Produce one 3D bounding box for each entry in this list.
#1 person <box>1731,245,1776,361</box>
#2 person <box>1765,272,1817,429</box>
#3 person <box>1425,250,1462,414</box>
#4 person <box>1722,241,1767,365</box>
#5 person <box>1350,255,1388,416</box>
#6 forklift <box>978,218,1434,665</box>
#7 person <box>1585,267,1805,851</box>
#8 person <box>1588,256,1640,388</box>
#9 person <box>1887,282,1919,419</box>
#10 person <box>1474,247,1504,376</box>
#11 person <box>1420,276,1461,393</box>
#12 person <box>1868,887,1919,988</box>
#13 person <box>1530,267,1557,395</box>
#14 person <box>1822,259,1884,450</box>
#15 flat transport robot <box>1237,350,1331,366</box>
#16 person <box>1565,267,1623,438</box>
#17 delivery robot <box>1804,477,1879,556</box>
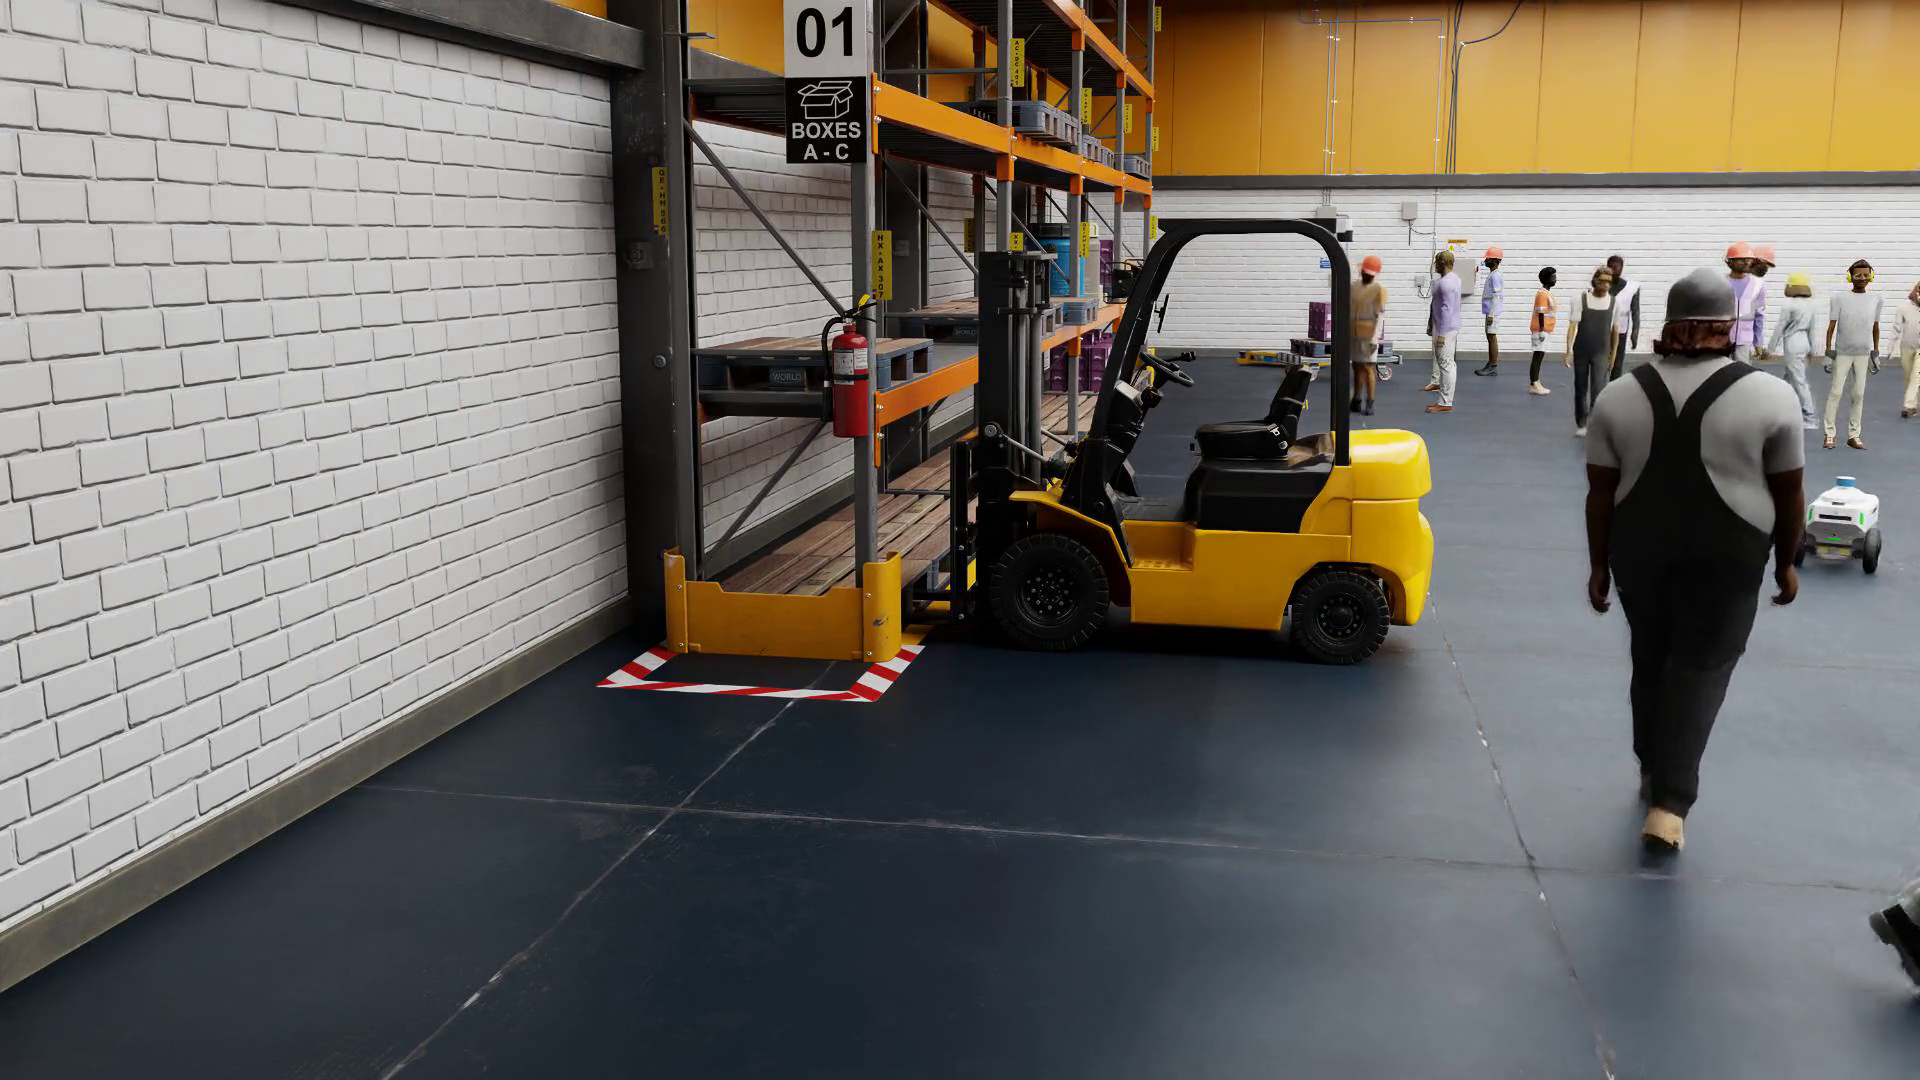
[{"bbox_3d":[8.382,-2.141,17.791,0.536,1.999,0.647,-1,10,-5],"label":"person"},{"bbox_3d":[9.166,-2.094,18.373,0.495,1.696,0.876,-6,12,-30],"label":"person"},{"bbox_3d":[5.755,-2.465,19.752,0.377,1.936,0.628,4,11,21],"label":"person"},{"bbox_3d":[8.057,-2.083,17.352,0.614,2.046,0.366,2,10,9],"label":"person"},{"bbox_3d":[4.704,-2.406,19.588,0.414,1.891,0.736,-6,12,-30],"label":"person"},{"bbox_3d":[1.285,-0.567,8.635,2.313,2.155,1.214,2,11,11],"label":"forklift"},{"bbox_3d":[2.543,0.022,5.827,0.689,2.000,0.995,9,14,40],"label":"person"},{"bbox_3d":[7.856,-2.481,20.048,0.612,1.859,1.044,4,11,22],"label":"person"},{"bbox_3d":[10.945,-2.177,19.105,0.530,1.577,0.885,9,14,42],"label":"person"},{"bbox_3d":[8.009,-3.445,25.101,0.350,1.942,0.545,2,11,13],"label":"person"},{"bbox_3d":[6.490,-2.912,22.381,0.314,1.869,0.536,-6,12,-29],"label":"person"},{"bbox_3d":[2.827,0.427,4.280,0.740,1.796,0.598,7,13,34],"label":"person"},{"bbox_3d":[7.745,-2.774,22.097,0.322,1.697,0.535,5,12,26],"label":"person"},{"bbox_3d":[8.809,-1.823,16.407,0.532,1.871,0.321,2,10,9],"label":"person"},{"bbox_3d":[5.267,-2.950,26.973,0.652,0.197,1.431,-10,14,-43],"label":"flat transport robot"},{"bbox_3d":[6.479,-1.894,17.030,0.522,1.781,1.024,3,11,18],"label":"person"},{"bbox_3d":[5.658,-0.162,10.655,0.477,0.478,0.707,7,12,34],"label":"delivery robot"}]
